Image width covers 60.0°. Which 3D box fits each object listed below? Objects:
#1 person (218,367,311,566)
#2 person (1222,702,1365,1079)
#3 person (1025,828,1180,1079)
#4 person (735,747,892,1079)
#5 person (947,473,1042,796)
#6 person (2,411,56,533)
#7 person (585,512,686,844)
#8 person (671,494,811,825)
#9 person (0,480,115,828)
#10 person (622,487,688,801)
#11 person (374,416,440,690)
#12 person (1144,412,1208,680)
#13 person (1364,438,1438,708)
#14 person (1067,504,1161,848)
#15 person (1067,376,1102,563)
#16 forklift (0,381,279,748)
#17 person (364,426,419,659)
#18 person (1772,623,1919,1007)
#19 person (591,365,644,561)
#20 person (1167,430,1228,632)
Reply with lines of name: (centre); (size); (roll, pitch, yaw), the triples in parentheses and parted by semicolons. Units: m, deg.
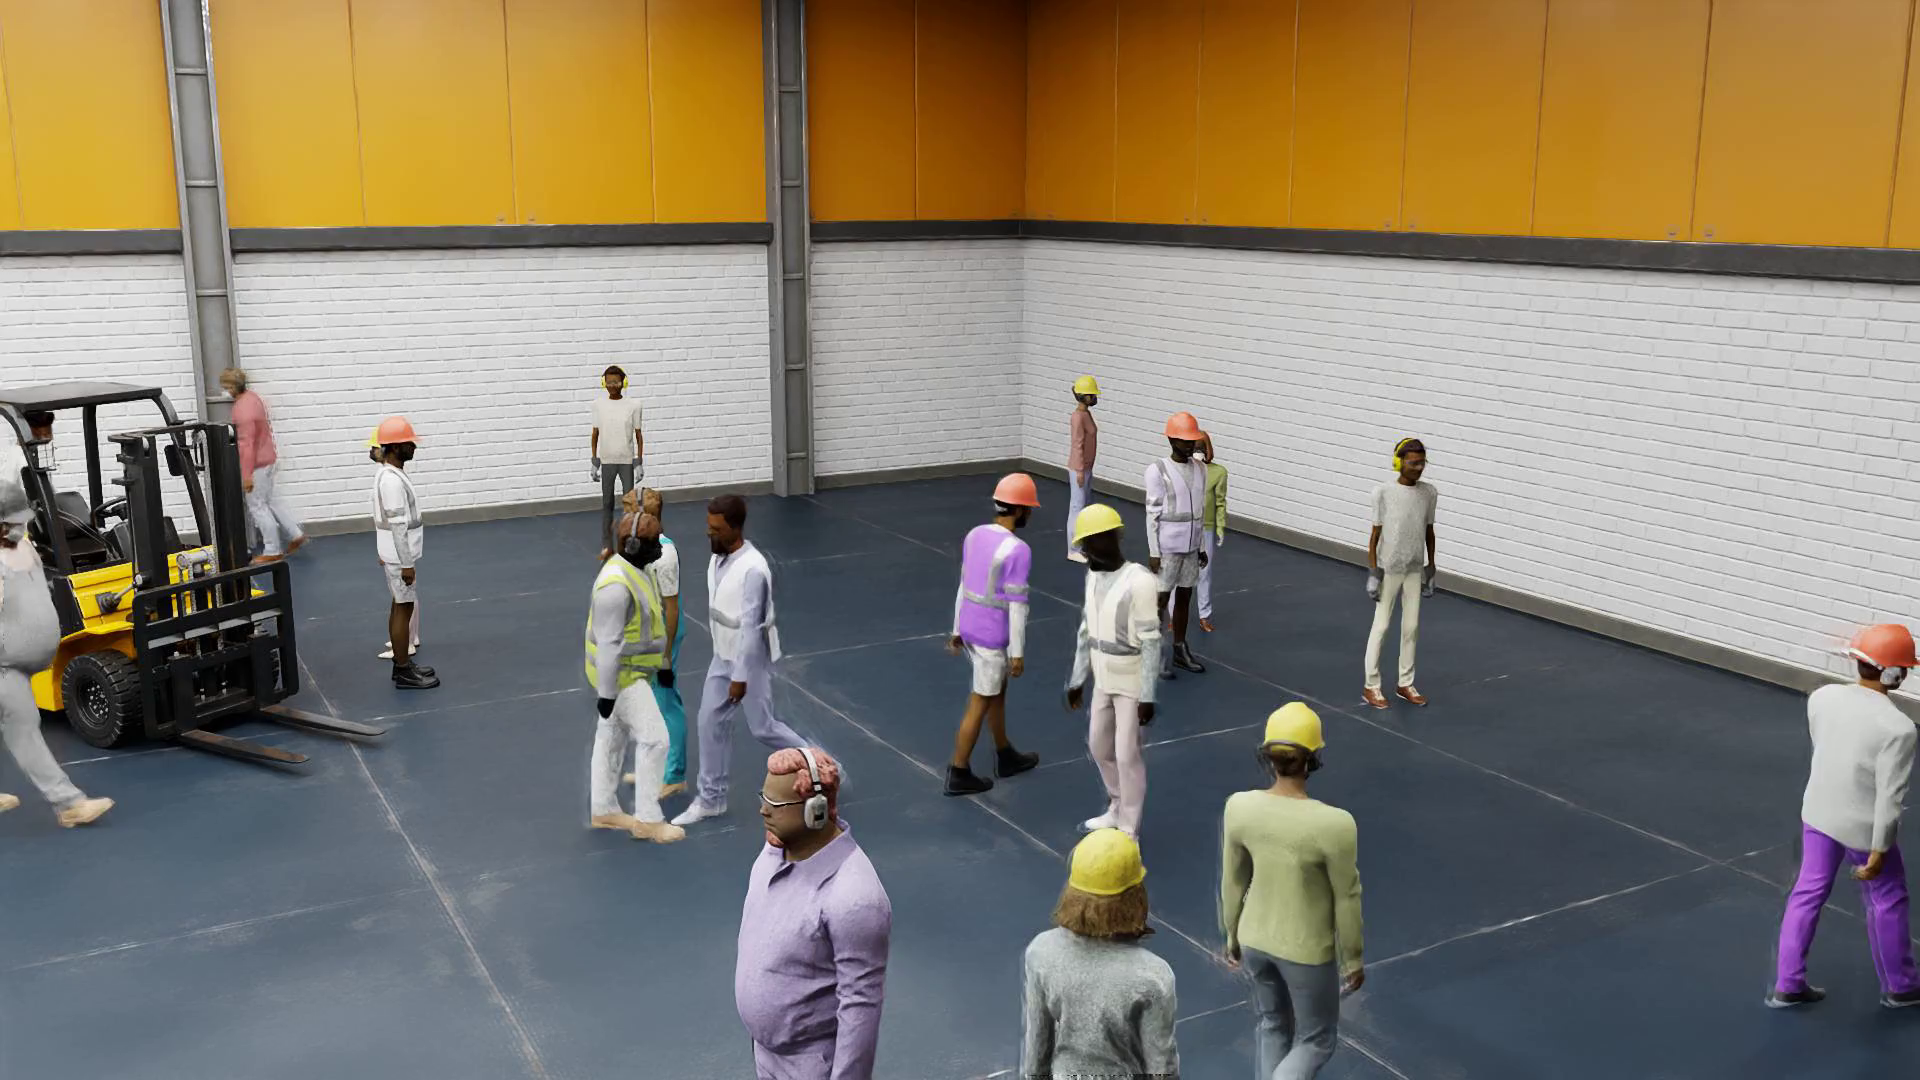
person: (-6.502, -0.685, 15.520); (0.661, 1.895, 0.683); (-4, 13, -18)
person: (1.125, 1.445, 5.880); (0.536, 1.741, 0.578); (11, 16, 42)
person: (0.394, 1.675, 4.823); (0.500, 1.730, 0.460); (9, 15, 35)
person: (-0.474, 1.543, 5.048); (0.410, 1.909, 0.643); (-8, 14, -32)
person: (0.246, 0.549, 9.769); (0.809, 1.884, 0.569); (-7, 14, -29)
person: (-6.924, -0.069, 12.508); (0.657, 1.934, 0.548); (10, 15, 39)
person: (-1.743, 0.740, 9.042); (0.693, 1.810, 0.635); (-1, 12, -4)
person: (-1.157, 0.652, 9.315); (0.914, 1.887, 0.583); (-8, 15, -34)
person: (-5.231, 0.589, 9.202); (1.027, 2.000, 0.751); (-1, 12, -3)
person: (-1.774, 0.595, 9.645); (0.348, 1.842, 0.505); (-6, 13, -26)
person: (-3.937, 0.090, 11.776); (0.349, 1.942, 0.545); (-5, 13, -22)
person: (1.585, 0.035, 12.040); (0.545, 1.938, 0.355); (-8, 15, -35)
person: (3.013, 0.222, 11.344); (0.519, 1.865, 0.315); (-3, 12, -13)
person: (0.857, 0.751, 8.817); (0.486, 1.893, 0.667); (-7, 14, -29)
person: (1.179, -0.673, 15.764); (0.310, 1.768, 0.533); (3, 12, 13)
forklift: (-5.853, 0.085, 11.199); (2.313, 2.155, 1.214); (7, 14, 28)
person: (-4.283, 0.009, 12.563); (0.301, 1.772, 0.523); (-2, 12, -8)
person: (3.925, 1.187, 7.160); (0.828, 1.716, 0.570); (-4, 13, -18)
person: (-3.253, -0.728, 15.772); (0.513, 1.875, 0.328); (0, 12, -1)
person: (1.873, -0.074, 13.272); (0.497, 1.632, 0.289); (1, 12, 4)
